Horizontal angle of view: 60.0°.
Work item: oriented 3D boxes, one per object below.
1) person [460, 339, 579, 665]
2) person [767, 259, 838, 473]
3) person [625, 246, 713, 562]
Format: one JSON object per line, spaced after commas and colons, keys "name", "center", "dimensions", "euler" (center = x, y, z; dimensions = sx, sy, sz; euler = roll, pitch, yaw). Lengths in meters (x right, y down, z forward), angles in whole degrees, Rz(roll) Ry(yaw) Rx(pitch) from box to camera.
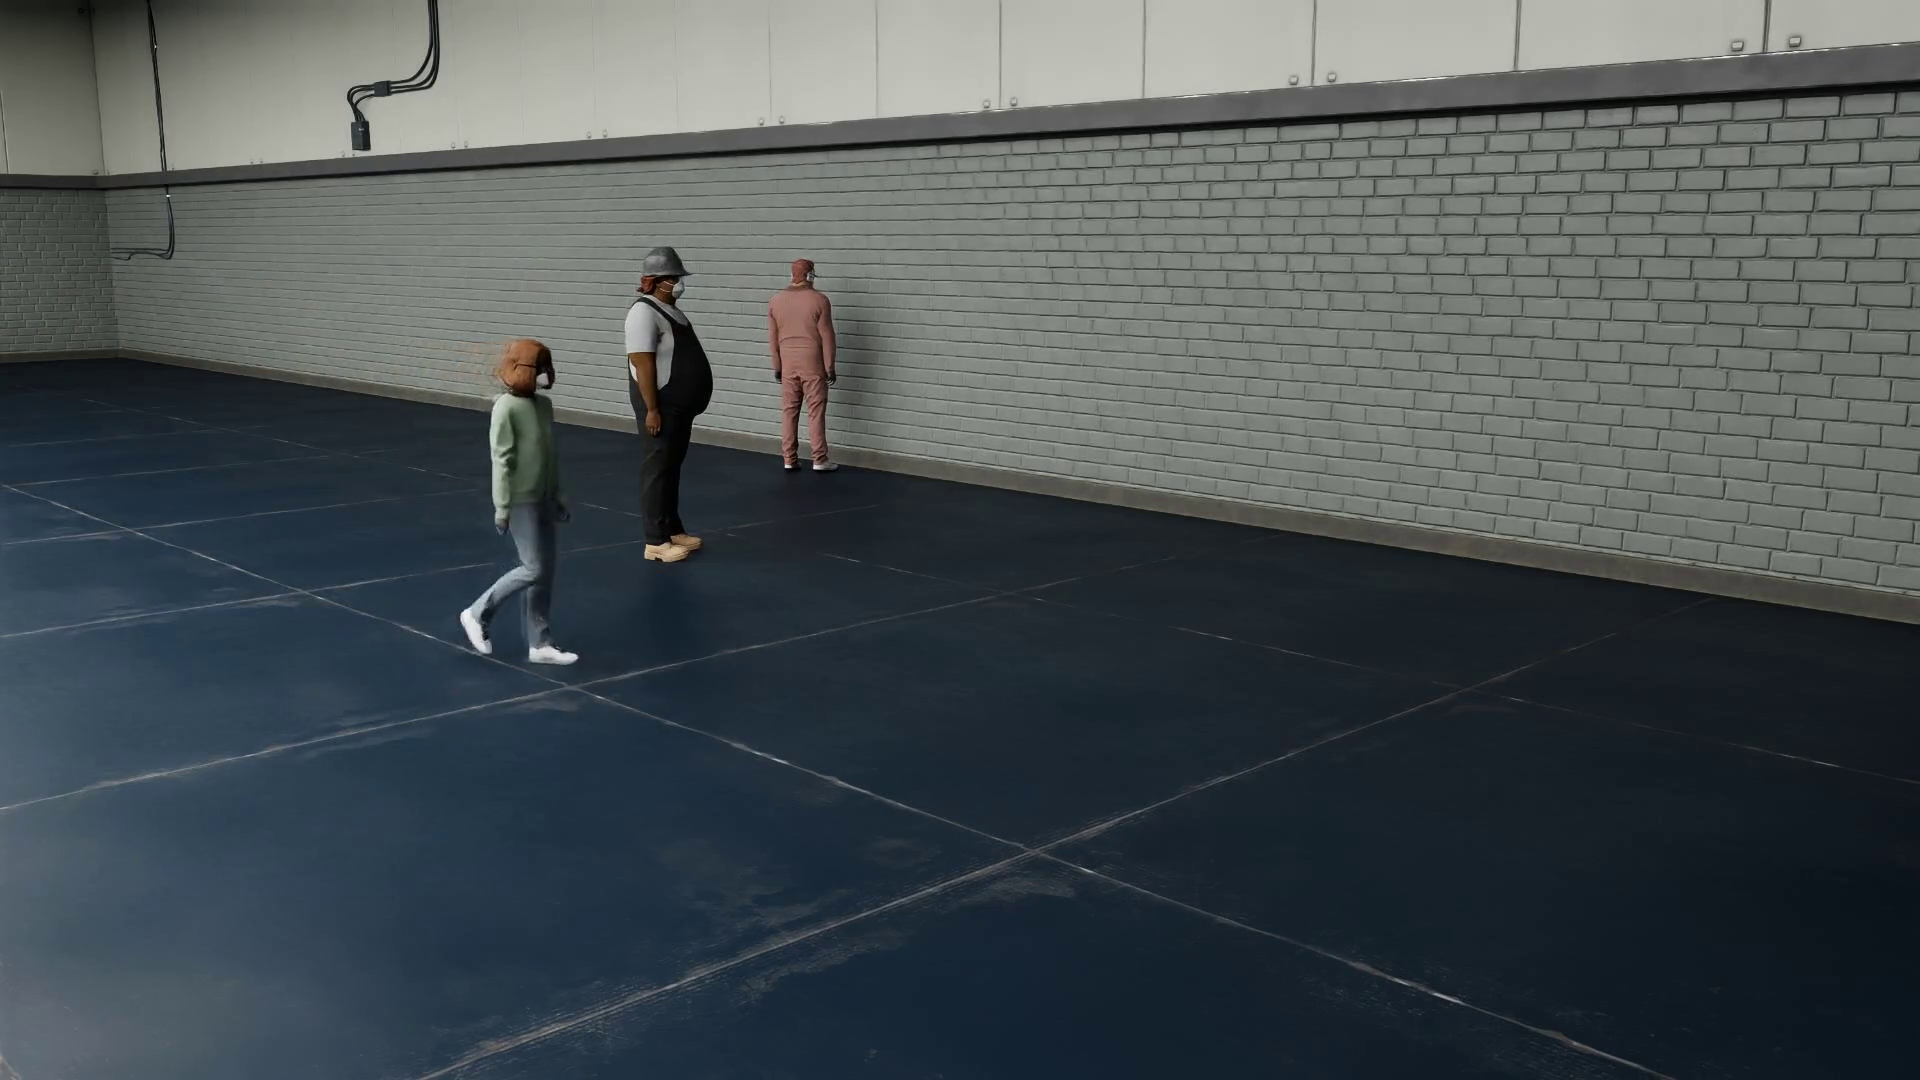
{"name": "person", "center": [-2.172, -0.182, 8.185], "dimensions": [0.469, 1.615, 0.500], "euler": [2, 11, 12]}
{"name": "person", "center": [-1.388, -1.559, 14.916], "dimensions": [0.639, 1.902, 0.407], "euler": [4, 11, 22]}
{"name": "person", "center": [-1.898, -0.888, 10.987], "dimensions": [0.536, 2.000, 0.676], "euler": [1, 10, 6]}
